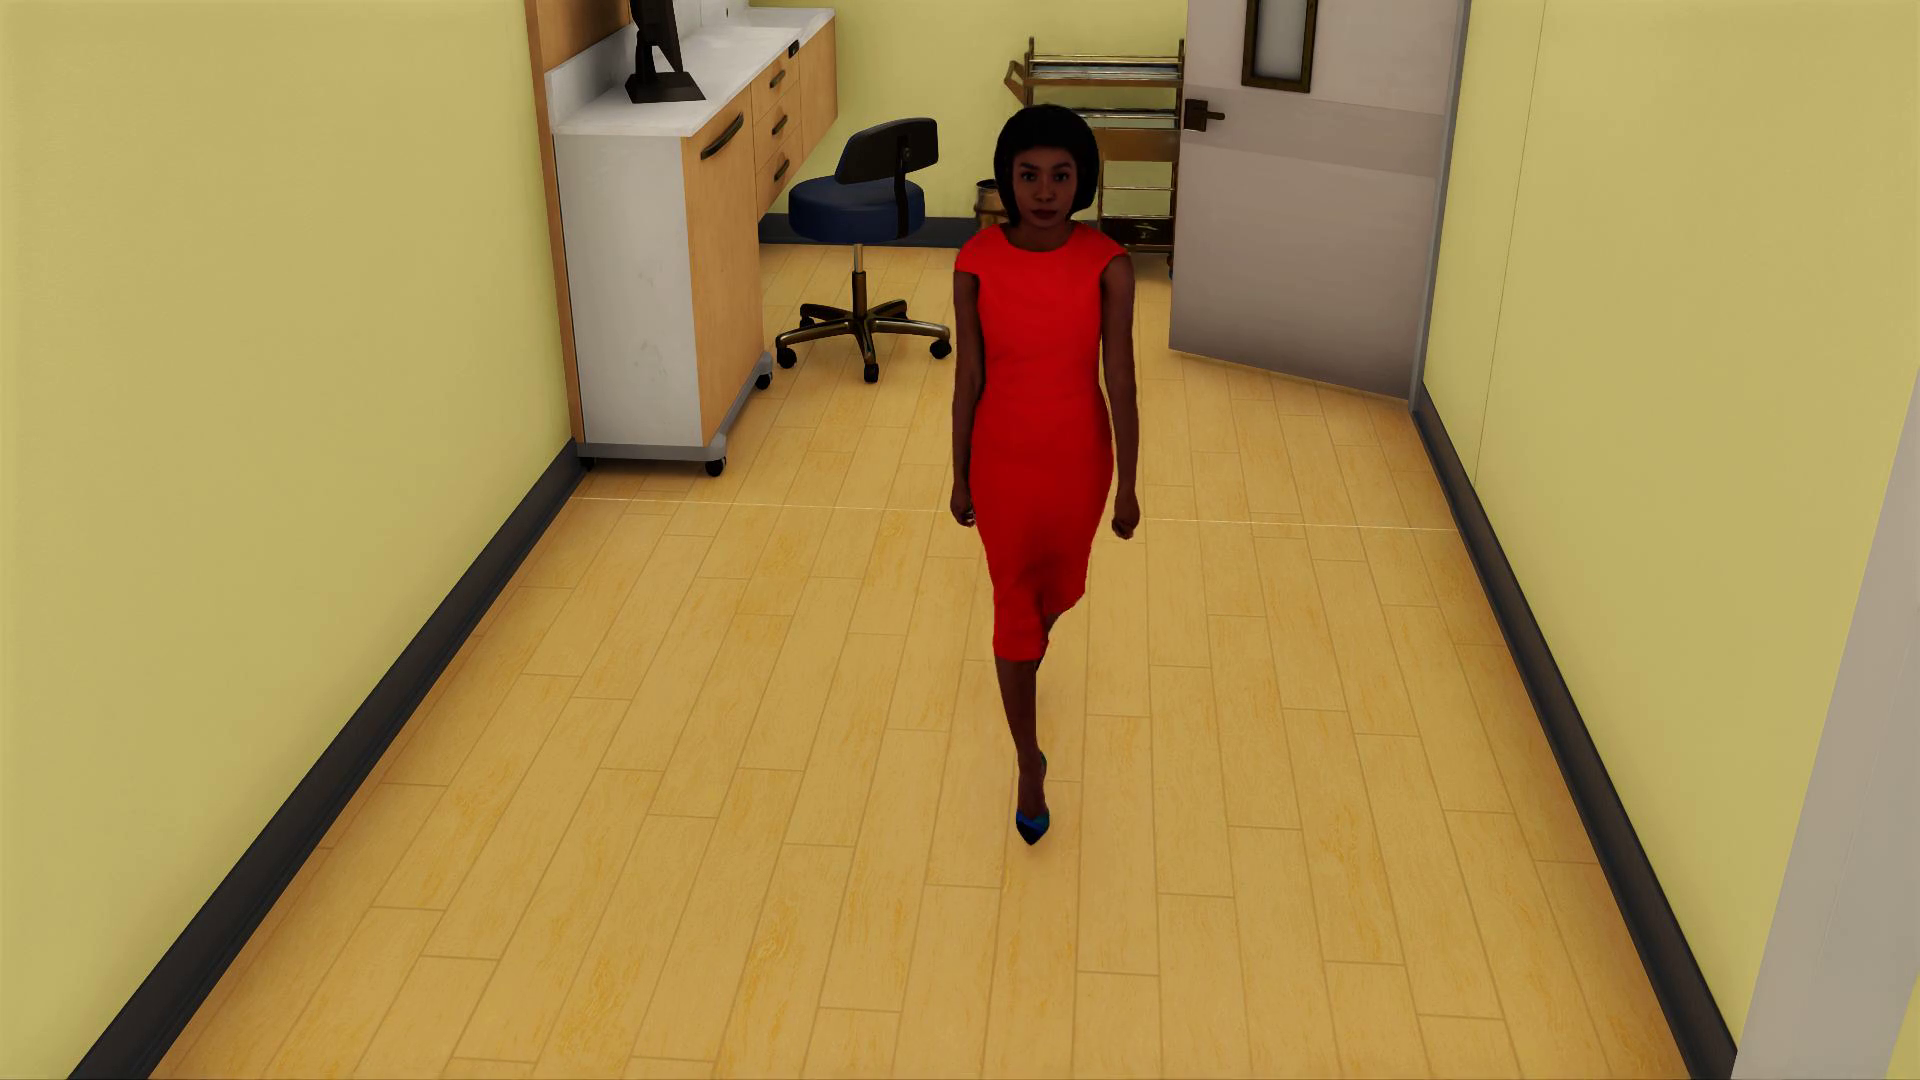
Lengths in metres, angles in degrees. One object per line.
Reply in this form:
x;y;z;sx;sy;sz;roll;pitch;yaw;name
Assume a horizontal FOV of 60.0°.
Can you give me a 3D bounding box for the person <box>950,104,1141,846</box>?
0.197;-0.181;4.041;1.026;1.708;0.707;0;26;-1;person
